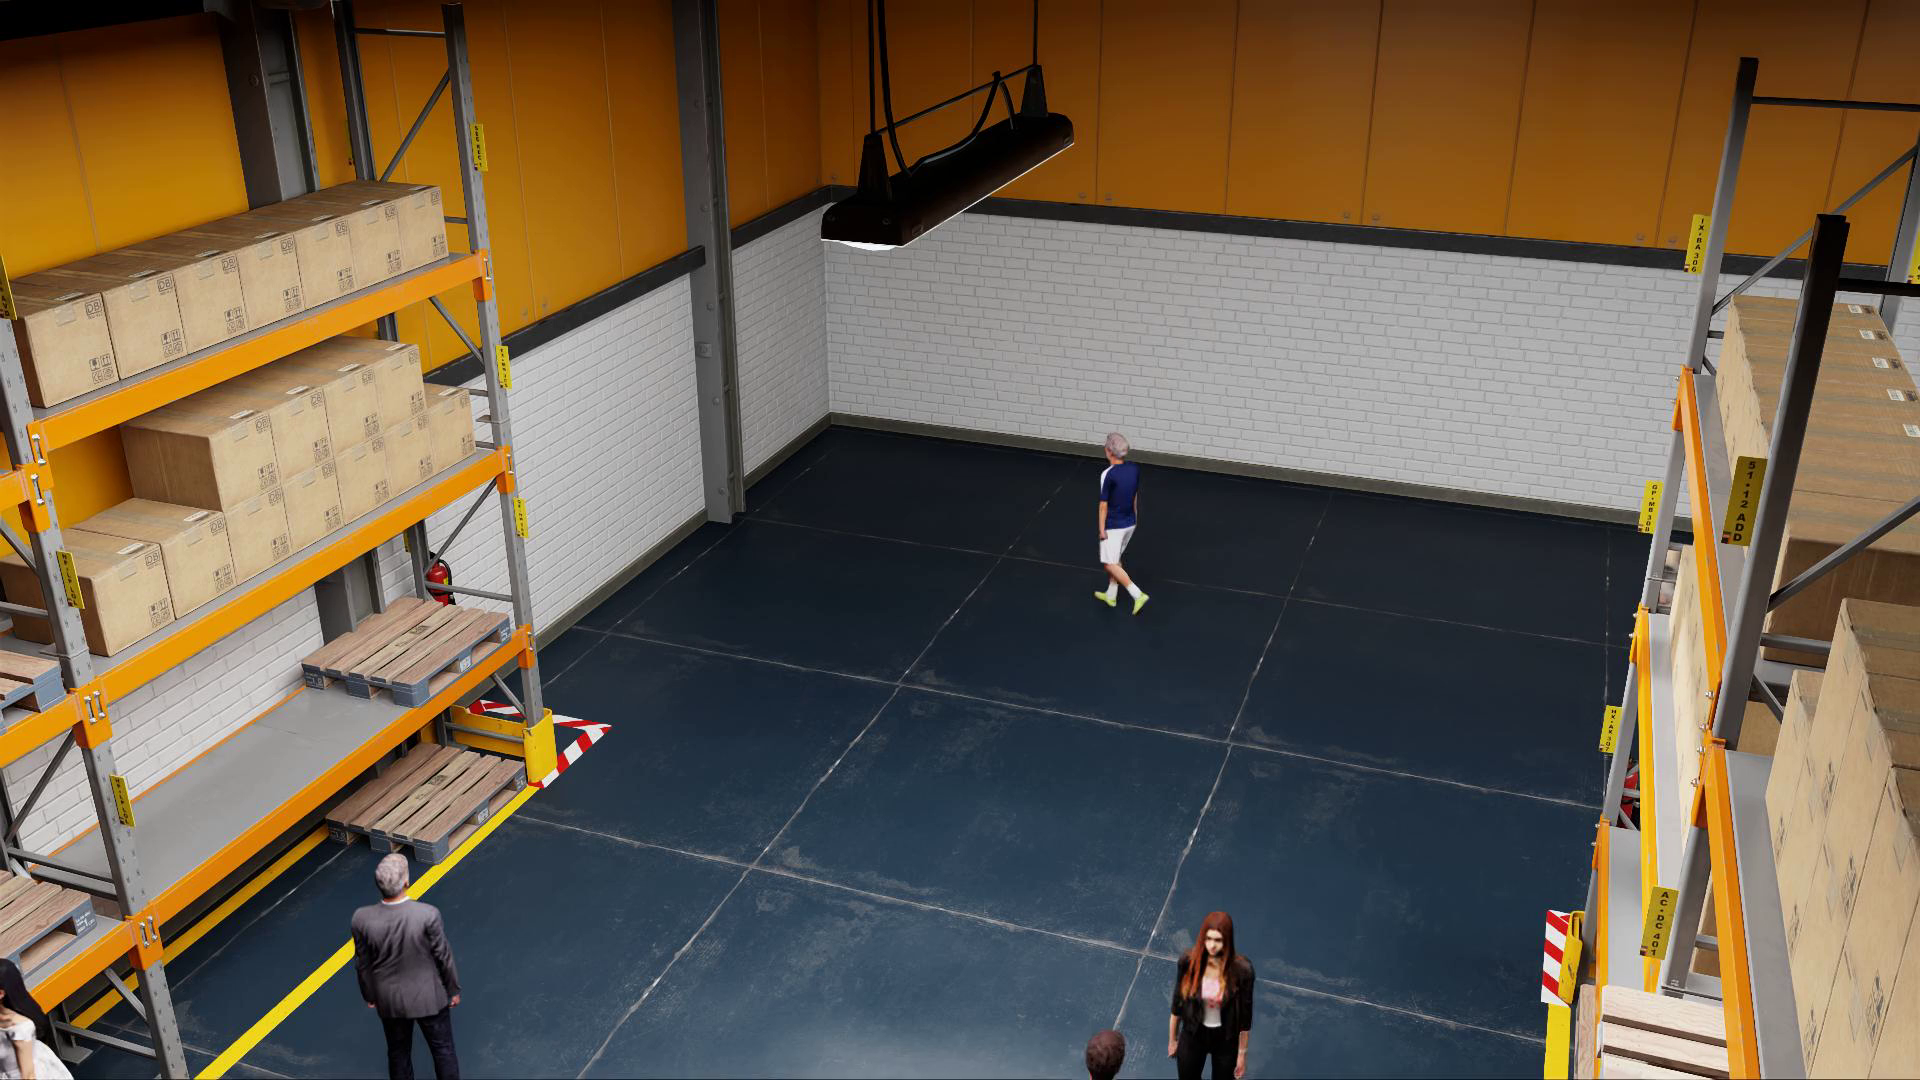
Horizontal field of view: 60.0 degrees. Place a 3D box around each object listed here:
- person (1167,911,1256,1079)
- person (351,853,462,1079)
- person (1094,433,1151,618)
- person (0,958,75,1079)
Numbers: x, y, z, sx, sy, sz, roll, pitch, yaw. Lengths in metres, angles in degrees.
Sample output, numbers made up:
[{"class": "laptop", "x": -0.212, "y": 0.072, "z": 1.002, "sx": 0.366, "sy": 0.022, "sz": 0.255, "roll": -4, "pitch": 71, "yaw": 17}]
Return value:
[{"class": "person", "x": 1.430, "y": 2.797, "z": 9.385, "sx": 0.610, "sy": 1.711, "sz": 0.545, "roll": 7, "pitch": 25, "yaw": 16}, {"class": "person", "x": -3.183, "y": 2.611, "z": 9.649, "sx": 0.802, "sy": 1.840, "sz": 0.755, "roll": -2, "pitch": 24, "yaw": -4}, {"class": "person", "x": 1.576, "y": -0.121, "z": 15.927, "sx": 1.071, "sy": 1.817, "sz": 0.990, "roll": -20, "pitch": 31, "yaw": -39}, {"class": "person", "x": -4.948, "y": 2.975, "z": 8.906, "sx": 0.812, "sy": 1.769, "sz": 0.781, "roll": -17, "pitch": 29, "yaw": -33}]
